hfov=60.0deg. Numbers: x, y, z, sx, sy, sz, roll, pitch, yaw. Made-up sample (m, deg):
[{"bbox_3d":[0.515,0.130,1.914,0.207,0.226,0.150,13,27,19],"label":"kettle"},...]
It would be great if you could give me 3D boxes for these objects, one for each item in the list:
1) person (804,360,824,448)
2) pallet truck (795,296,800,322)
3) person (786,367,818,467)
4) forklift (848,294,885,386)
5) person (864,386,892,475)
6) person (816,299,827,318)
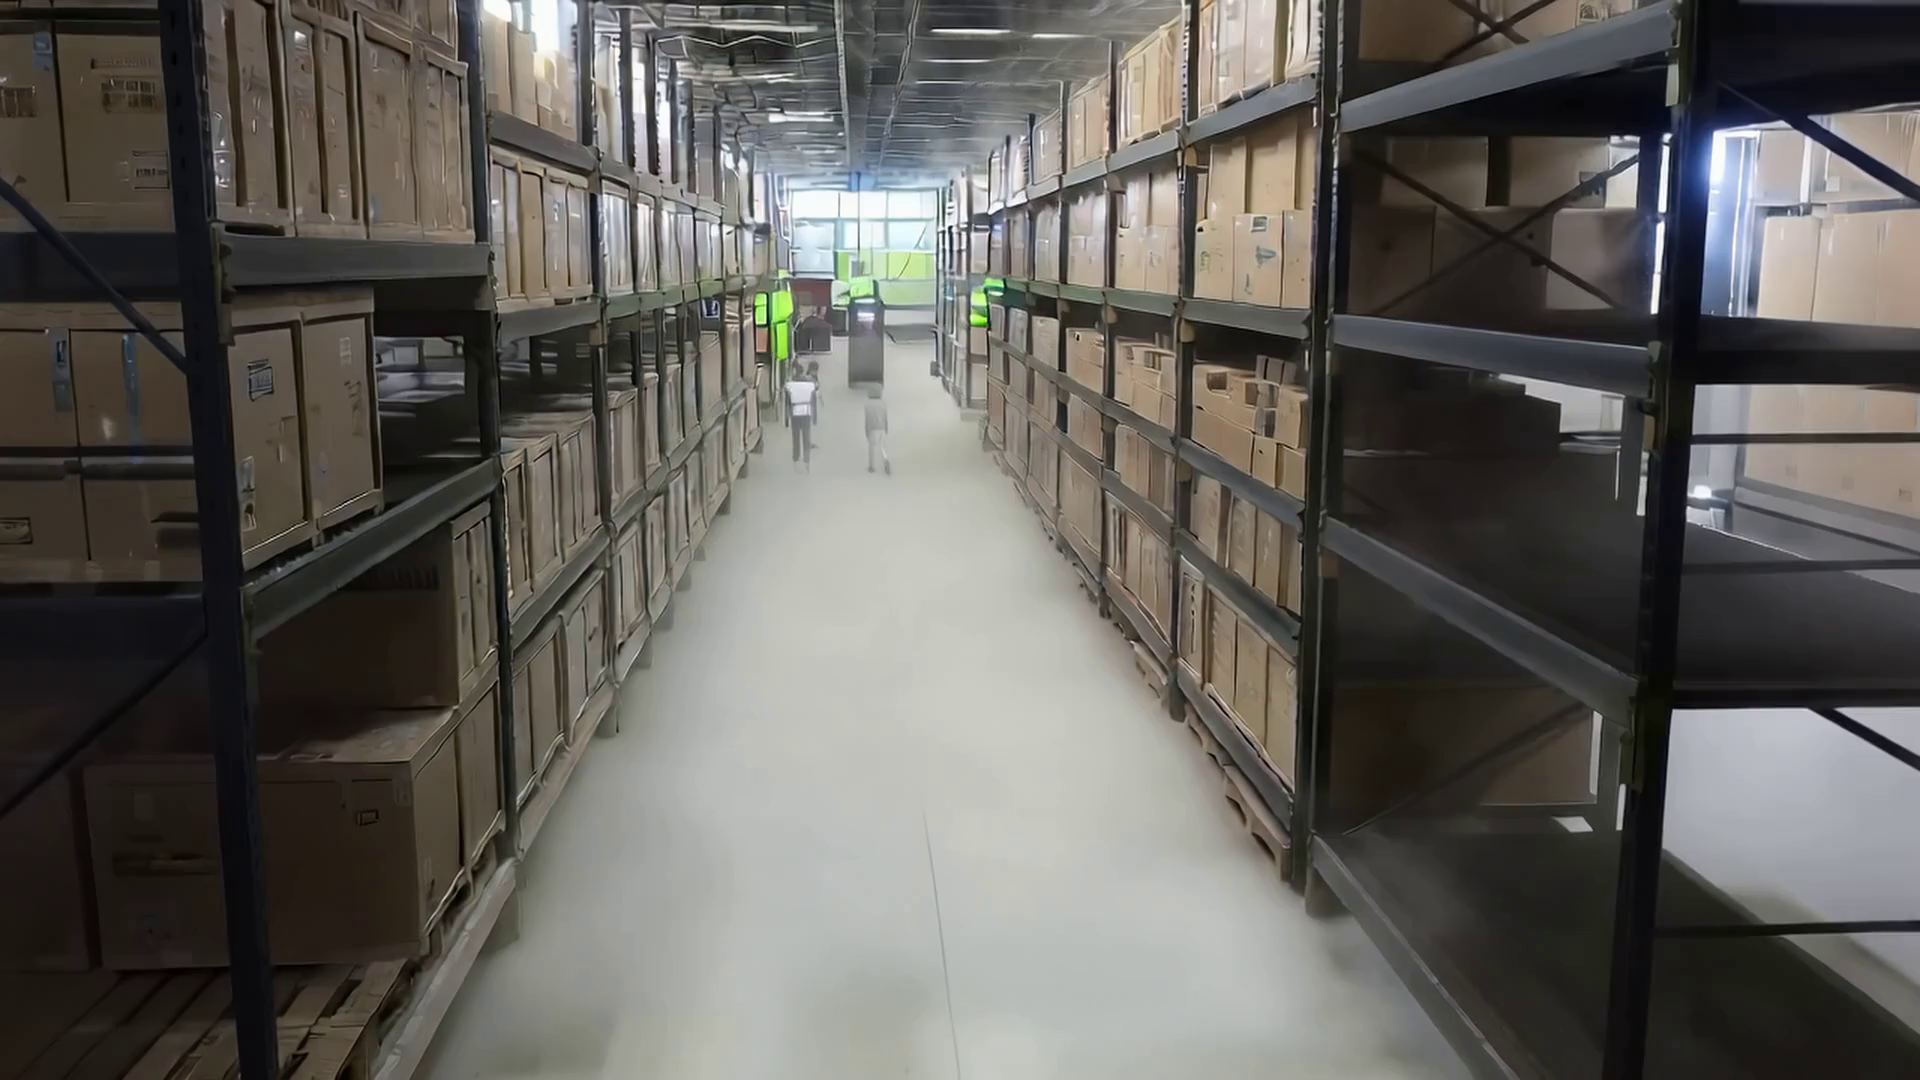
[{"bbox_3d":[-3.035,-2.790,34.249,0.509,1.826,0.585,6,11,32],"label":"person"},{"bbox_3d":[-8.622,-12.439,91.403,1.885,1.965,0.823,2,10,13],"label":"pallet truck"},{"bbox_3d":[-2.978,-2.321,31.369,0.617,1.859,1.028,-2,10,-10],"label":"person"},{"bbox_3d":[-2.941,-6.267,51.900,1.129,2.768,1.873,-1,10,-3],"label":"forklift"},{"bbox_3d":[-1.479,-1.985,30.115,0.514,1.609,0.749,-5,11,-29],"label":"person"},{"bbox_3d":[-7.325,-11.904,88.580,0.584,1.864,0.613,4,10,22],"label":"person"}]
